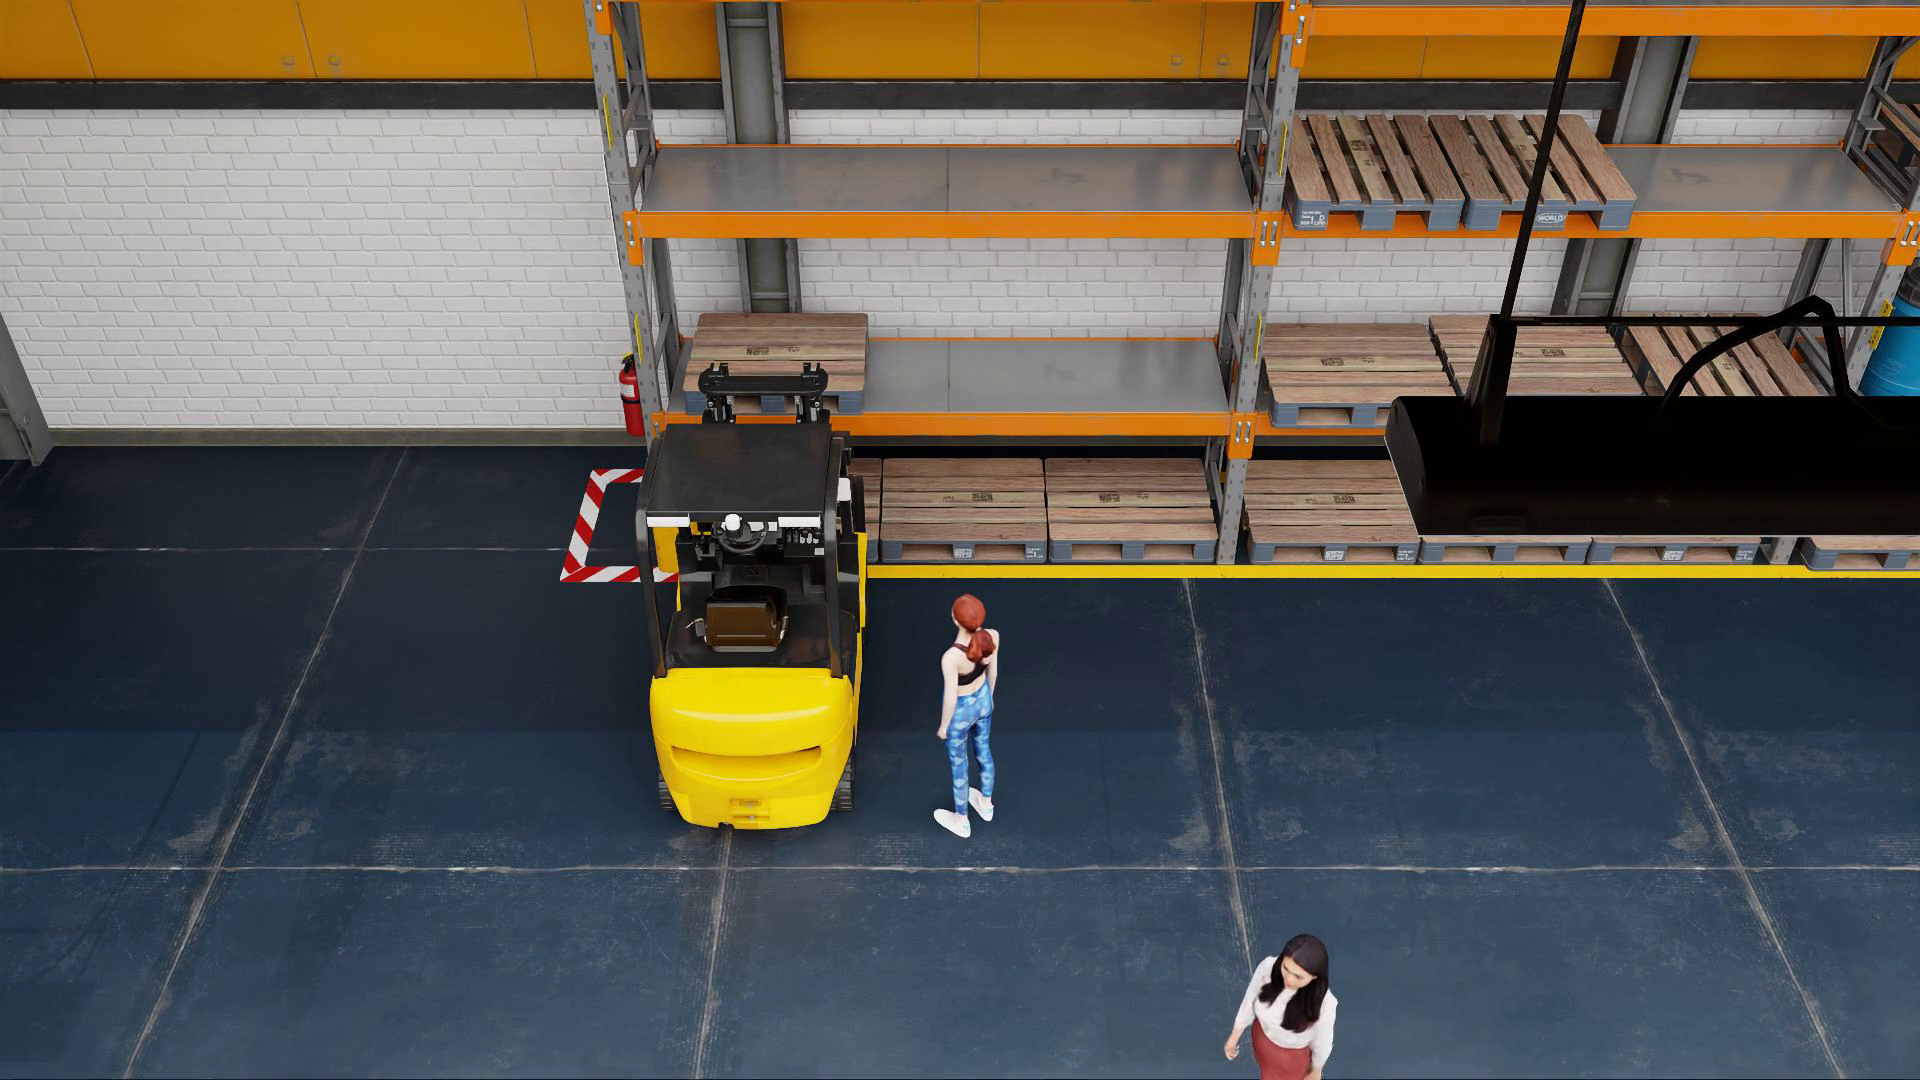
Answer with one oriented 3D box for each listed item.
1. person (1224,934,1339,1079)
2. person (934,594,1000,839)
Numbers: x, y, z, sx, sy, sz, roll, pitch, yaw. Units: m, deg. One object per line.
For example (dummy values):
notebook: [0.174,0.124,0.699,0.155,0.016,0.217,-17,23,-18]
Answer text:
person: [1.548,2.401,7.861,1.163,1.710,1.027,-26,45,-29]
person: [0.045,1.002,9.552,0.689,1.785,0.752,-29,47,-31]
